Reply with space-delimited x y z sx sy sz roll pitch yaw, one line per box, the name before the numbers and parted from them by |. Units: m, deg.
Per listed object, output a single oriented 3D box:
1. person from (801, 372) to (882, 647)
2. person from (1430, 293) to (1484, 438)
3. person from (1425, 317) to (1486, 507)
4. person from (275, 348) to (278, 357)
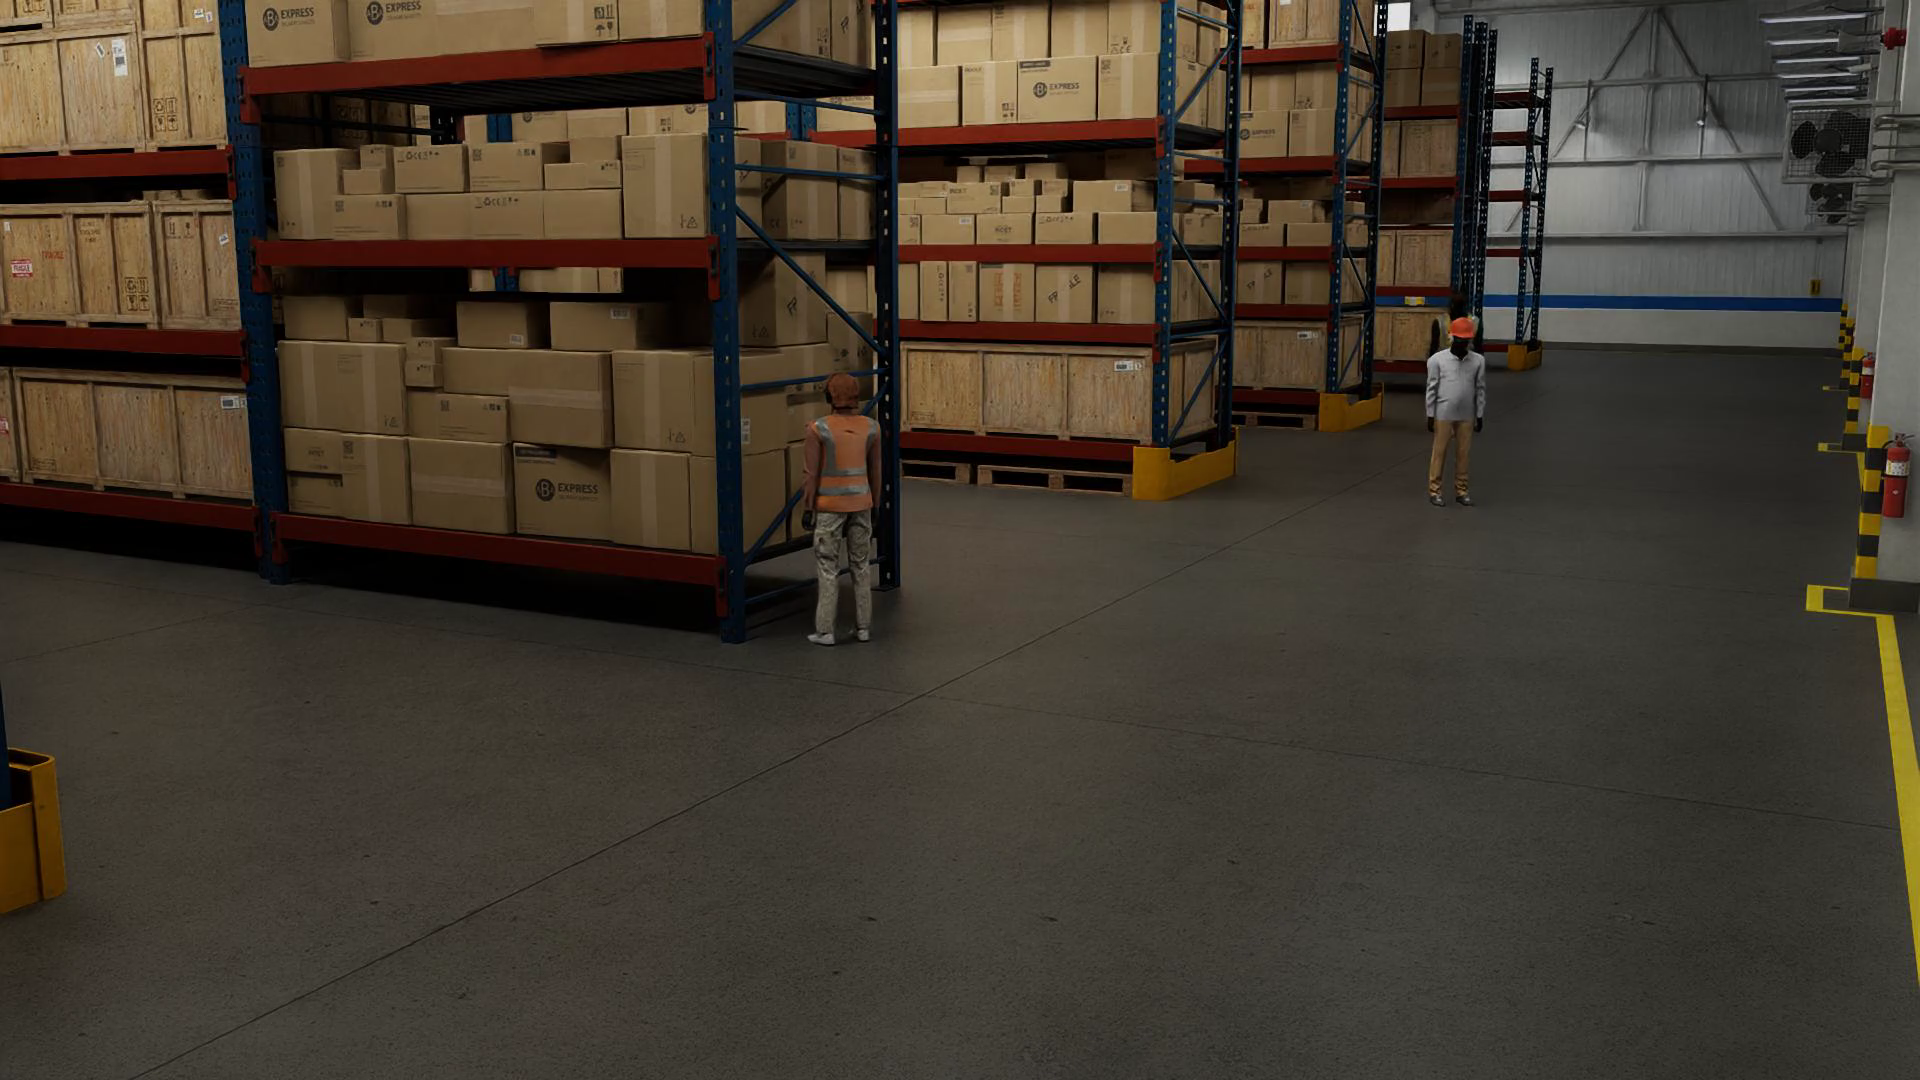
person | -0.694 -0.179 9.903 0.525 1.632 0.311 -6 11 -31
person | 6.258 -2.183 20.928 0.654 1.824 0.547 1 10 8
person | 4.568 -1.172 15.314 0.566 1.744 0.350 -1 10 -5
person | -7.957 -1.978 19.469 0.385 1.930 0.540 -2 10 -13
